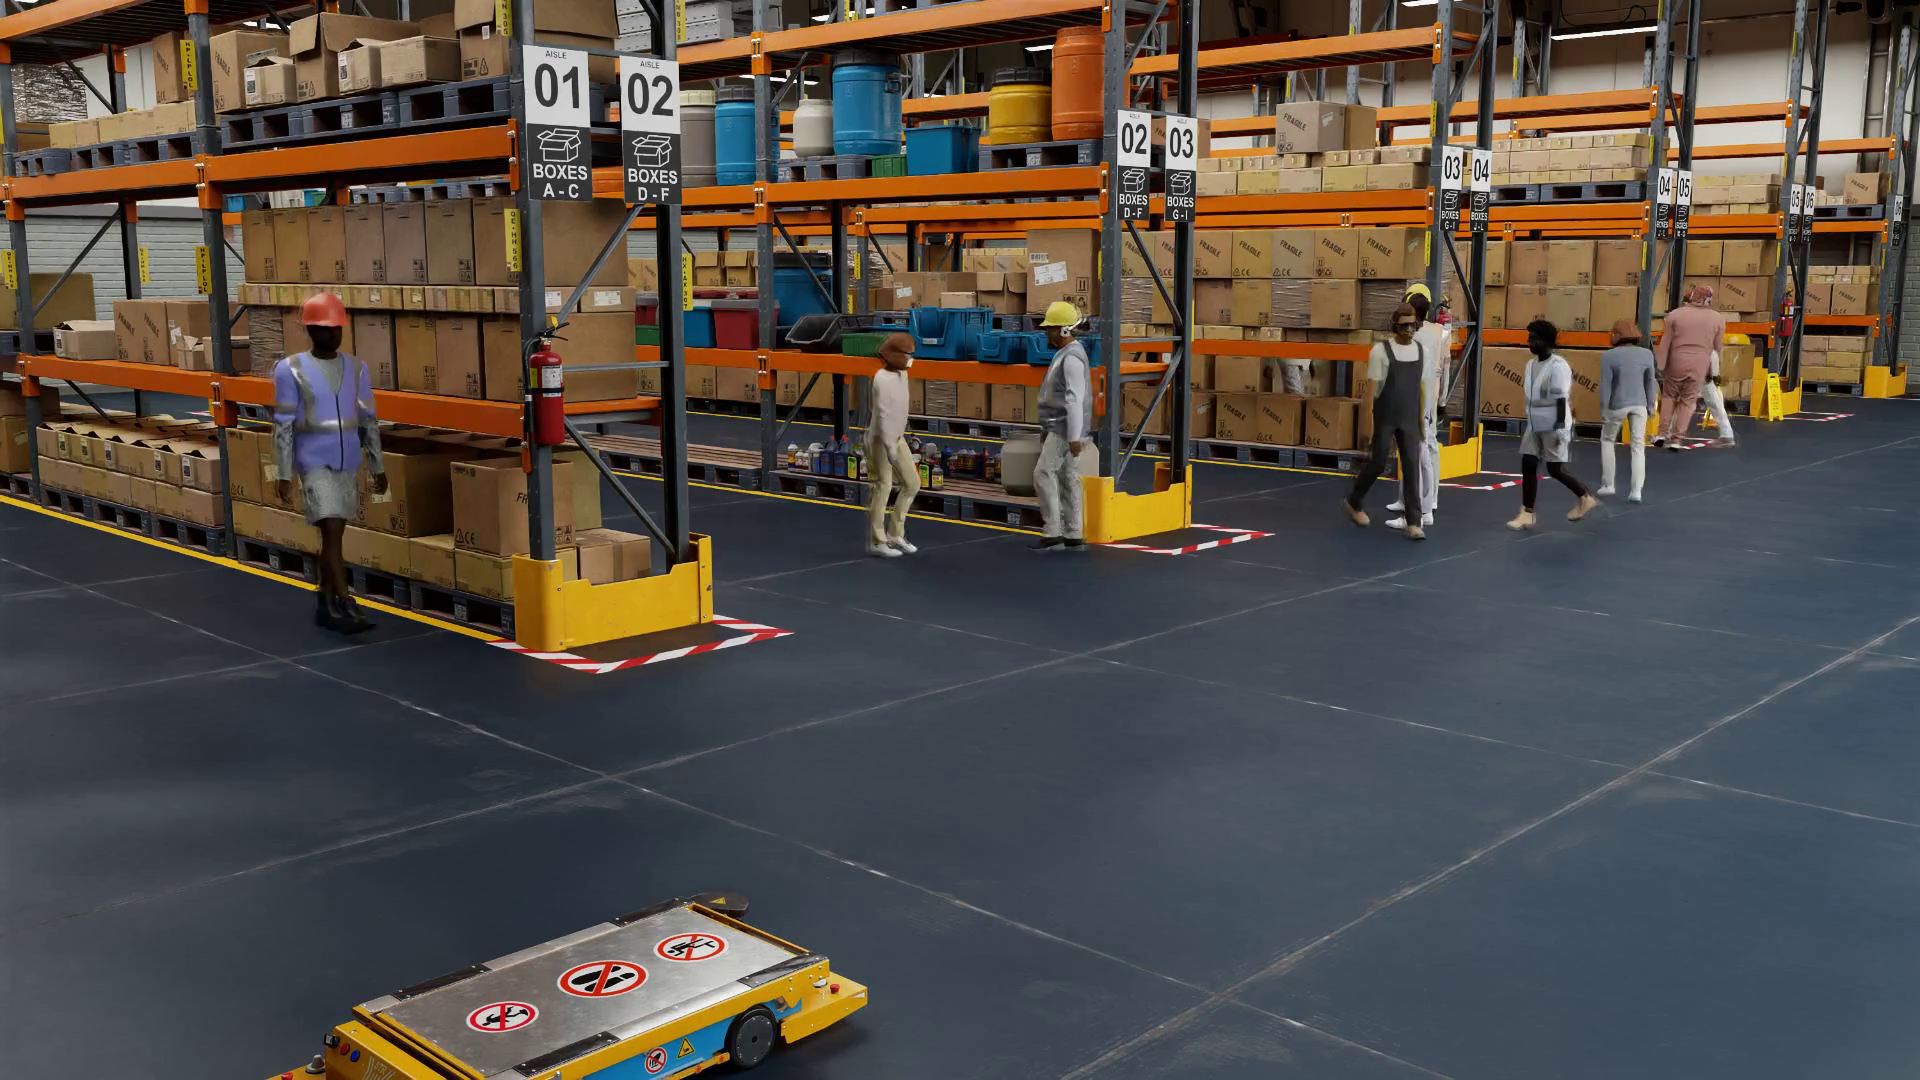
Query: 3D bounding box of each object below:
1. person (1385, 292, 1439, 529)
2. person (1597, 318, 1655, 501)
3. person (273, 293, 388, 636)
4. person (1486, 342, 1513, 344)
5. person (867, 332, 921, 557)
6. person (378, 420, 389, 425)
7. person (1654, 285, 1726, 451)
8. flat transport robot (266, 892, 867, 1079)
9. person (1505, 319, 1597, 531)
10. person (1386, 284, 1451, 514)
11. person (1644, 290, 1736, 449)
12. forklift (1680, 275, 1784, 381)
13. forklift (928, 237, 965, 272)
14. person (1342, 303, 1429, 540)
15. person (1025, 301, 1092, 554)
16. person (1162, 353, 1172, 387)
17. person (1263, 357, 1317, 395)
[{"bbox_3d":[3.609,-1.027,13.218,0.315,1.865,0.526,8,12,40],"label":"person"},{"bbox_3d":[5.930,-1.163,14.820,0.542,1.606,0.648,0,9,2],"label":"person"},{"bbox_3d":[-3.452,-0.413,9.317,0.875,1.905,0.570,7,12,38],"label":"person"},{"bbox_3d":[8.989,-3.316,27.872,0.556,1.646,0.856,-9,13,-44],"label":"person"},{"bbox_3d":[-0.476,-0.668,11.776,0.453,1.603,0.526,4,10,23],"label":"person"},{"bbox_3d":[-5.612,-1.520,16.045,0.623,1.926,0.631,6,11,34],"label":"person"},{"bbox_3d":[8.216,-1.936,18.771,0.715,1.866,0.511,3,10,17],"label":"person"},{"bbox_3d":[-0.980,1.246,4.283,0.652,0.197,1.431,9,13,43],"label":"flat transport robot"},{"bbox_3d":[4.704,-0.908,13.109,0.676,1.666,0.544,-3,10,-16],"label":"person"},{"bbox_3d":[3.843,-1.190,14.030,0.594,1.922,0.376,-4,10,-21],"label":"person"},{"bbox_3d":[8.398,-1.936,18.936,0.999,1.826,0.610,2,10,14],"label":"person"},{"bbox_3d":[12.480,-3.427,27.053,1.214,2.155,2.313,9,13,43],"label":"forklift"},{"bbox_3d":[-0.326,-5.817,39.609,1.129,2.768,1.873,9,13,43],"label":"forklift"},{"bbox_3d":[3.352,-0.942,12.930,0.562,1.803,0.916,-2,10,-15],"label":"person"},{"bbox_3d":[0.670,-0.810,12.046,0.573,1.816,0.603,1,9,5],"label":"person"},{"bbox_3d":[2.795,-2.568,22.616,0.356,1.881,0.575,7,12,38],"label":"person"},{"bbox_3d":[3.861,-2.095,19.661,0.638,1.891,0.983,-7,11,-36],"label":"person"}]
